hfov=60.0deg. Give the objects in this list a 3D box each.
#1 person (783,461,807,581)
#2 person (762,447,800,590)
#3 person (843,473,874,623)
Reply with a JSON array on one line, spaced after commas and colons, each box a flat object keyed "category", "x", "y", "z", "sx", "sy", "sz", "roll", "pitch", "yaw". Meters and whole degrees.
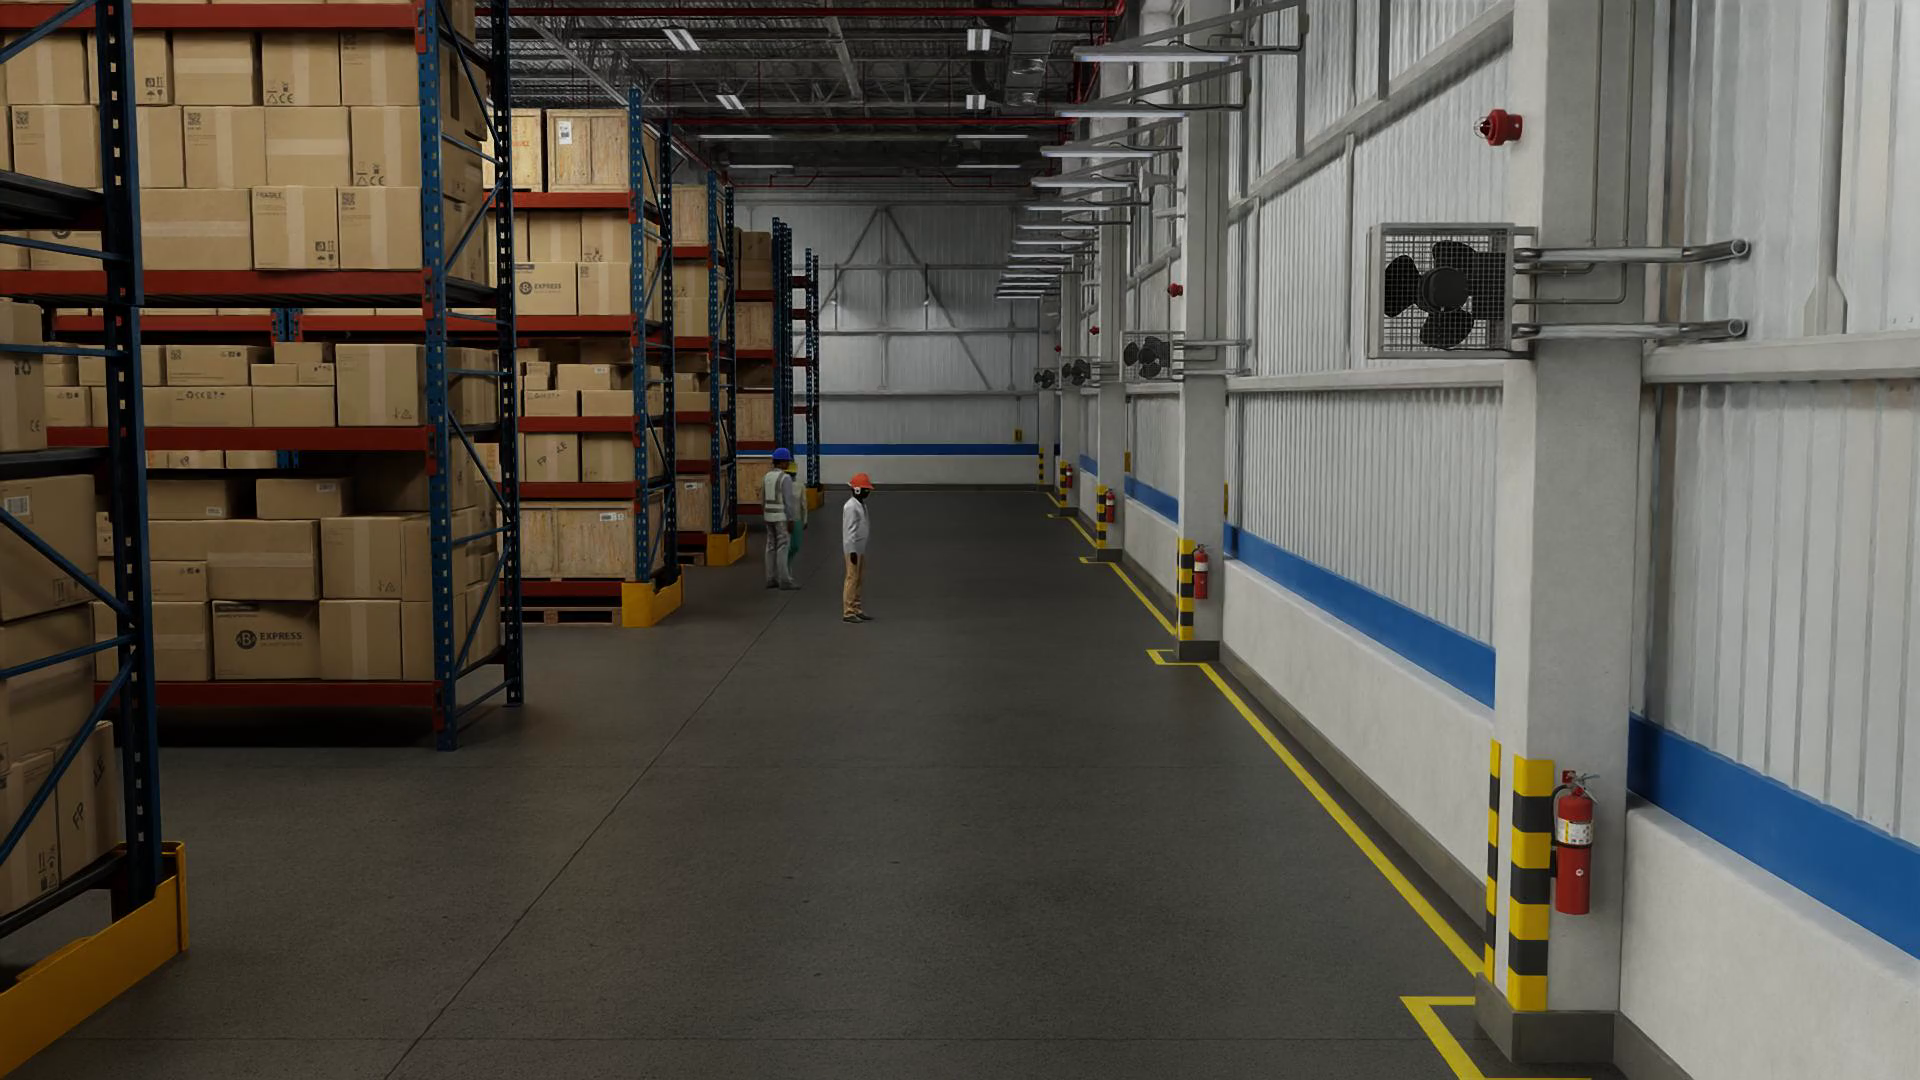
[{"category": "person", "x": -2.443, "y": -0.284, "z": 23.735, "sx": 0.566, "sy": 1.743, "sz": 0.514, "roll": -3, "pitch": 6, "yaw": -32}, {"category": "person", "x": -2.460, "y": -0.287, "z": 22.656, "sx": 0.402, "sy": 1.943, "sz": 0.605, "roll": -4, "pitch": 6, "yaw": -40}, {"category": "person", "x": -1.173, "y": 0.094, "z": 19.368, "sx": 0.350, "sy": 1.744, "sz": 0.570, "roll": 1, "pitch": 5, "yaw": 15}]
